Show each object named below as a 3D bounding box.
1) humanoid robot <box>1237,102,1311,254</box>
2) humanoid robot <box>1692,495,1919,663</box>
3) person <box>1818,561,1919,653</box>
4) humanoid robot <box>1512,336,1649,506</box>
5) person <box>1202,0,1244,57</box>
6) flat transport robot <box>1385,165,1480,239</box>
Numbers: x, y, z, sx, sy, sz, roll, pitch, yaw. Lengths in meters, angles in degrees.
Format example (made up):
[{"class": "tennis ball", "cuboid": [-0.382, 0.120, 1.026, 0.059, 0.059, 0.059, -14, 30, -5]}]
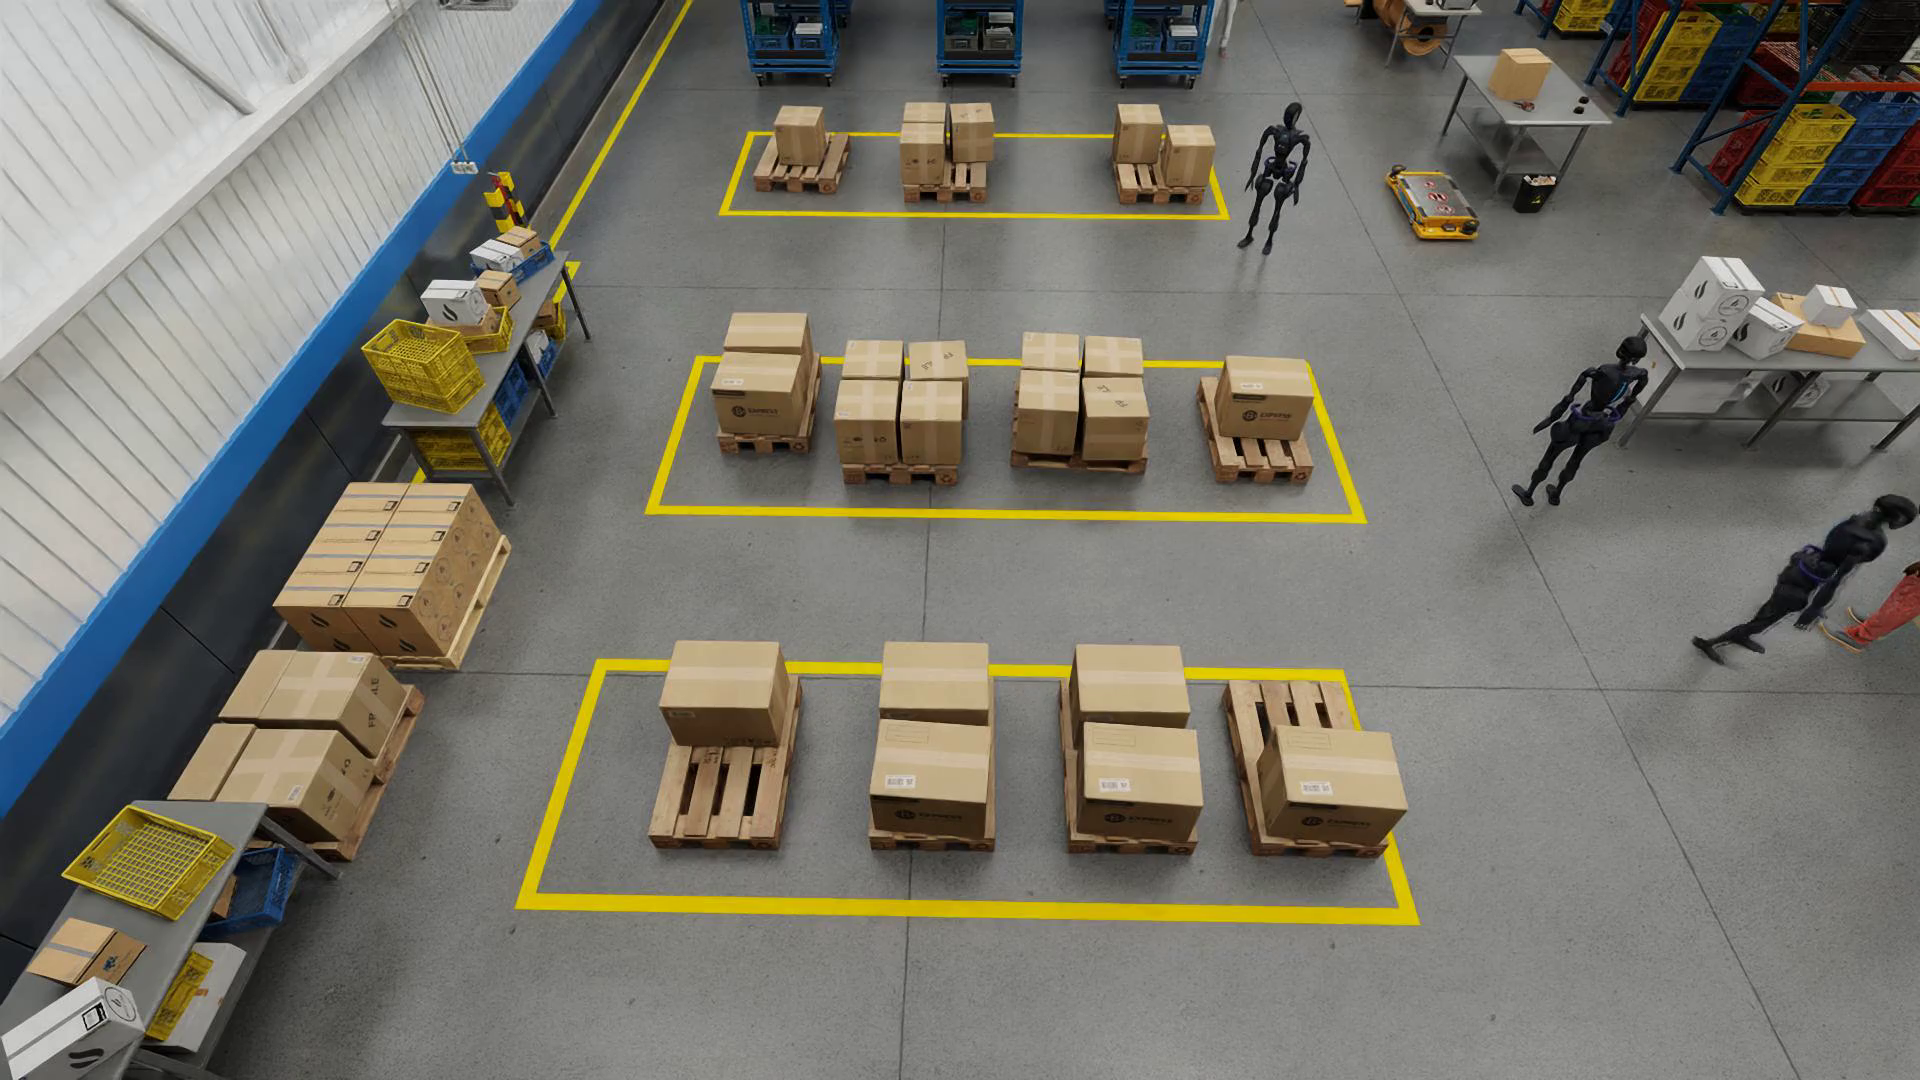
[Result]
[{"class": "humanoid robot", "cuboid": [3.443, -3.925, 9.990, 0.611, 1.657, 0.320, 25, 54, 20]}, {"class": "humanoid robot", "cuboid": [5.877, 0.245, 6.388, 0.491, 1.659, 0.640, 34, 57, 26]}, {"class": "person", "cuboid": [6.878, 0.083, 6.321, 0.607, 1.995, 0.374, -16, 51, -14]}, {"class": "humanoid robot", "cuboid": [5.038, -0.949, 7.414, 0.586, 1.657, 0.331, 1, 49, 1]}, {"class": "person", "cuboid": [3.958, -8.161, 13.532, 0.573, 1.881, 0.351, 8, 50, 7]}, {"class": "flat transport robot", "cuboid": [5.692, -4.094, 11.059, 0.652, 0.197, 1.431, 1, 49, 1]}]
